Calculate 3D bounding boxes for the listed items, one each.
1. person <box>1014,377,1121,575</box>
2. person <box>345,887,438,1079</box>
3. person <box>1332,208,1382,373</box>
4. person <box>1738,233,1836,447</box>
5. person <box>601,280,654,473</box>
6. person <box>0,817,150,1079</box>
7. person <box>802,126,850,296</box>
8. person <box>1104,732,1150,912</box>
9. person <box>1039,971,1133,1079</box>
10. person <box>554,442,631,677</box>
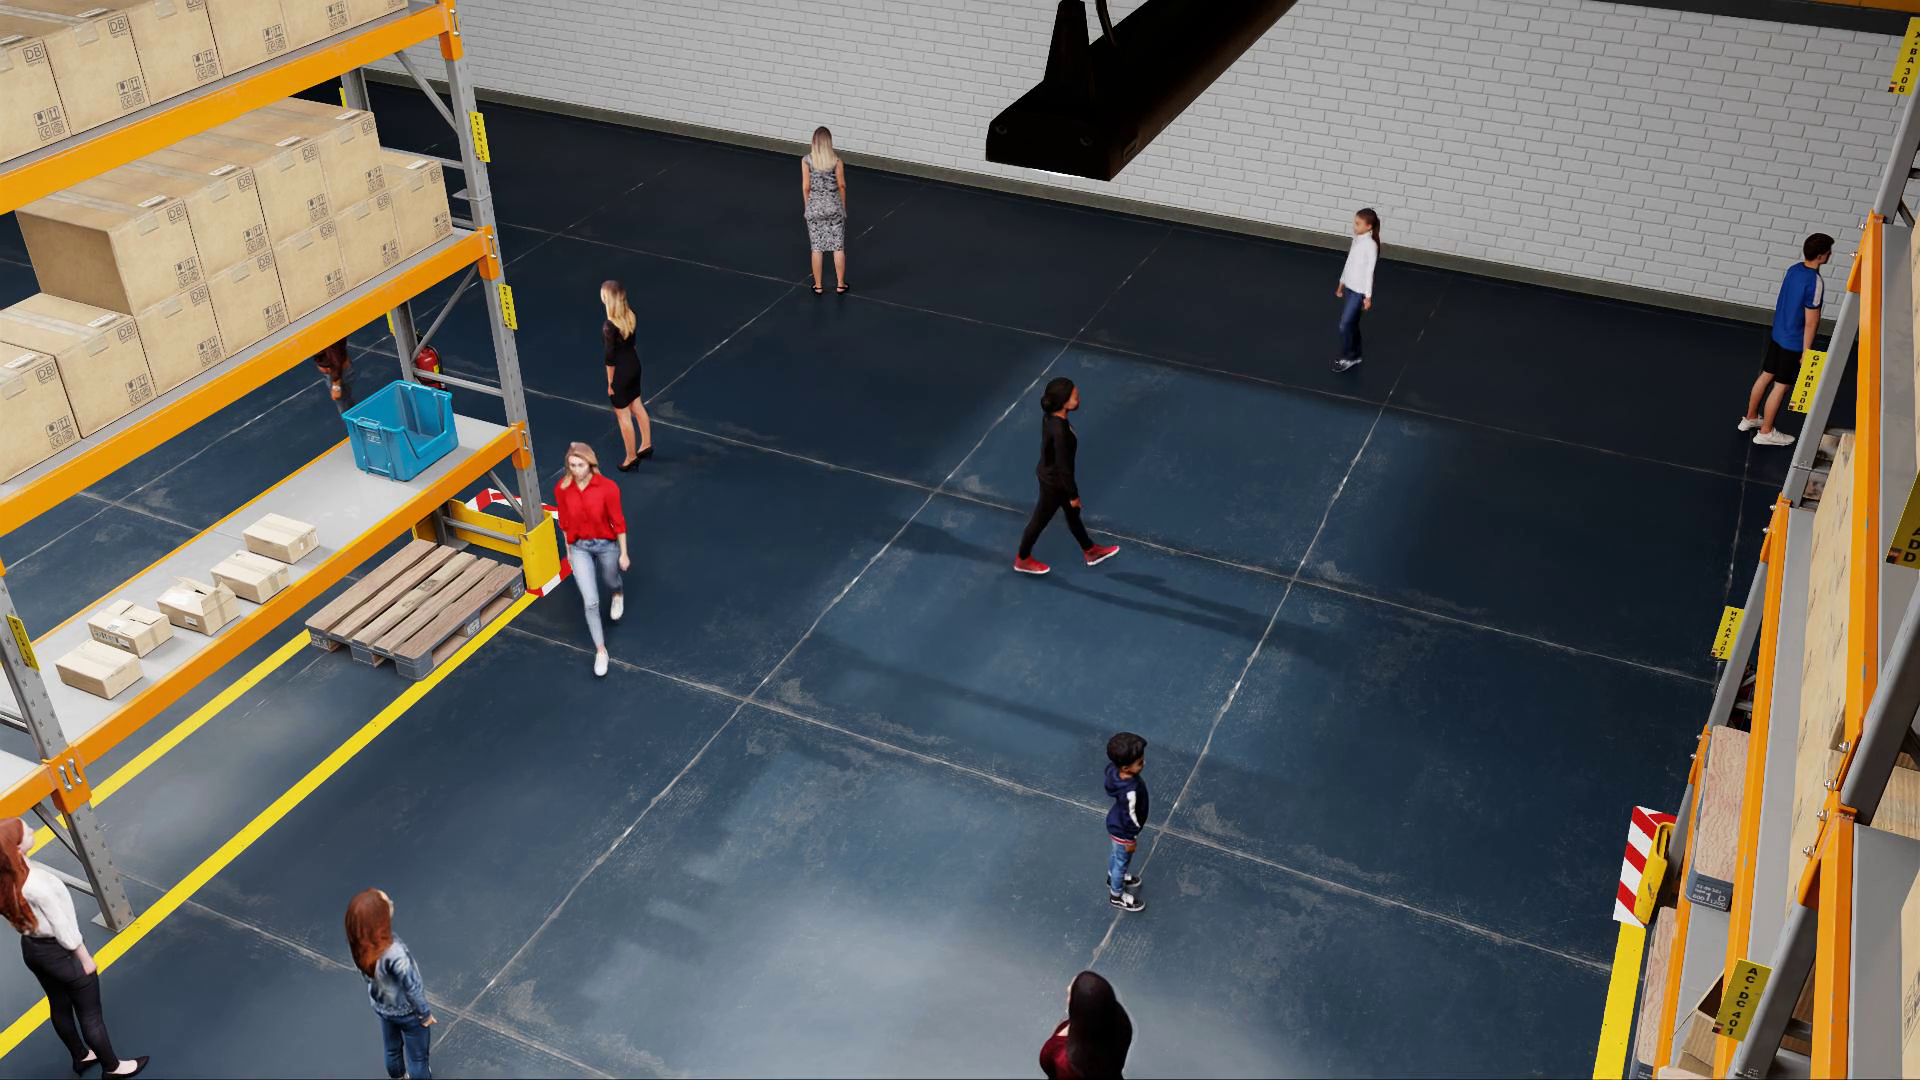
[{"bbox_3d":[0.612,-0.427,12.190,0.969,1.641,1.067,0,34,-1],"label":"person"},{"bbox_3d":[-2.801,2.286,8.257,0.601,1.476,0.540,21,39,28],"label":"person"},{"bbox_3d":[3.675,-2.267,15.047,0.741,1.542,0.680,-10,35,-14],"label":"person"},{"bbox_3d":[6.933,-1.694,13.893,0.801,1.866,0.695,-4,34,-6],"label":"person"},{"bbox_3d":[-2.724,-1.329,13.518,0.620,1.674,0.448,10,35,15],"label":"person"},{"bbox_3d":[-4.524,2.073,8.322,0.587,1.758,0.487,14,36,20],"label":"person"},{"bbox_3d":[-1.331,-3.225,16.344,0.637,1.703,0.624,0,34,0],"label":"person"},{"bbox_3d":[0.946,1.595,9.528,0.648,1.221,0.544,0,34,0],"label":"person"},{"bbox_3d":[0.574,2.600,7.531,0.745,1.757,0.573,18,38,25],"label":"person"},{"bbox_3d":[-2.497,0.031,11.473,0.963,1.672,1.188,-2,34,-3],"label":"person"}]
